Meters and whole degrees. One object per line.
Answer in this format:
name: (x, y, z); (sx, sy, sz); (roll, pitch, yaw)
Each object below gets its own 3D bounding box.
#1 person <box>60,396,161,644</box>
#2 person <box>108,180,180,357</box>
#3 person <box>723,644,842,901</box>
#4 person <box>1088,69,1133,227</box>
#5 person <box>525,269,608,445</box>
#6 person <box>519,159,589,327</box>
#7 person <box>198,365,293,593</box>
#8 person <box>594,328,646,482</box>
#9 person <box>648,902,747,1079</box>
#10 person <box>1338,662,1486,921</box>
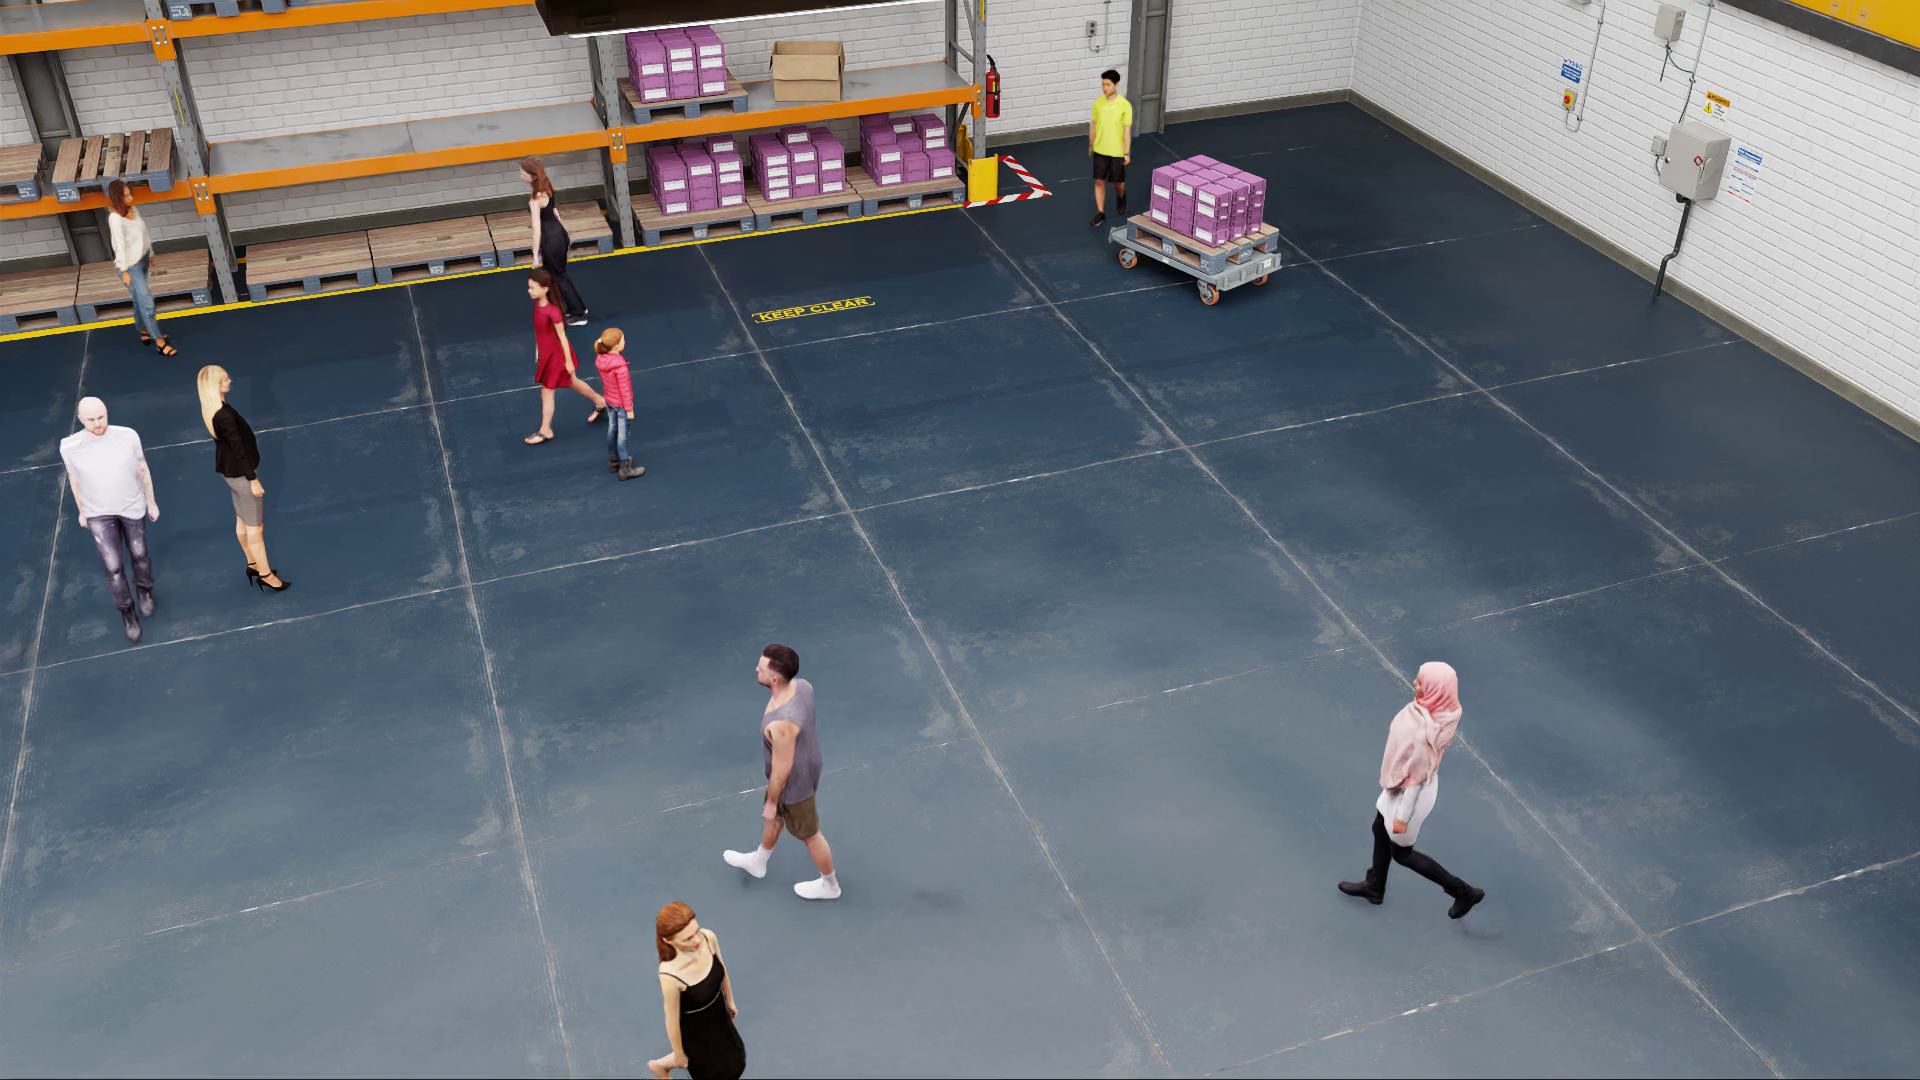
person: (-5.988, -0.254, 11.809); (0.870, 1.809, 0.845); (-17, 37, -24)
person: (-7.651, -2.529, 15.360); (0.807, 1.668, 0.794); (-5, 34, -8)
person: (-0.847, 1.352, 9.398); (1.091, 1.825, 0.915); (4, 34, 6)
person: (1.641, -4.234, 17.901); (0.880, 1.695, 0.942); (15, 37, 22)
person: (-3.346, -1.588, 14.077); (1.120, 1.521, 0.755); (-21, 39, -28)
person: (-3.793, -2.805, 15.741); (0.739, 1.704, 0.714); (8, 34, 11)
person: (-5.216, -0.435, 12.051); (0.664, 1.843, 0.675); (-26, 42, -34)
person: (-2.800, -1.117, 13.554); (0.566, 1.314, 0.562); (-24, 40, -31)
person: (-1.328, 2.333, 8.102); (0.971, 1.604, 0.918); (16, 37, 22)
person: (2.610, 1.446, 9.274); (1.121, 1.785, 1.008); (11, 35, 16)
